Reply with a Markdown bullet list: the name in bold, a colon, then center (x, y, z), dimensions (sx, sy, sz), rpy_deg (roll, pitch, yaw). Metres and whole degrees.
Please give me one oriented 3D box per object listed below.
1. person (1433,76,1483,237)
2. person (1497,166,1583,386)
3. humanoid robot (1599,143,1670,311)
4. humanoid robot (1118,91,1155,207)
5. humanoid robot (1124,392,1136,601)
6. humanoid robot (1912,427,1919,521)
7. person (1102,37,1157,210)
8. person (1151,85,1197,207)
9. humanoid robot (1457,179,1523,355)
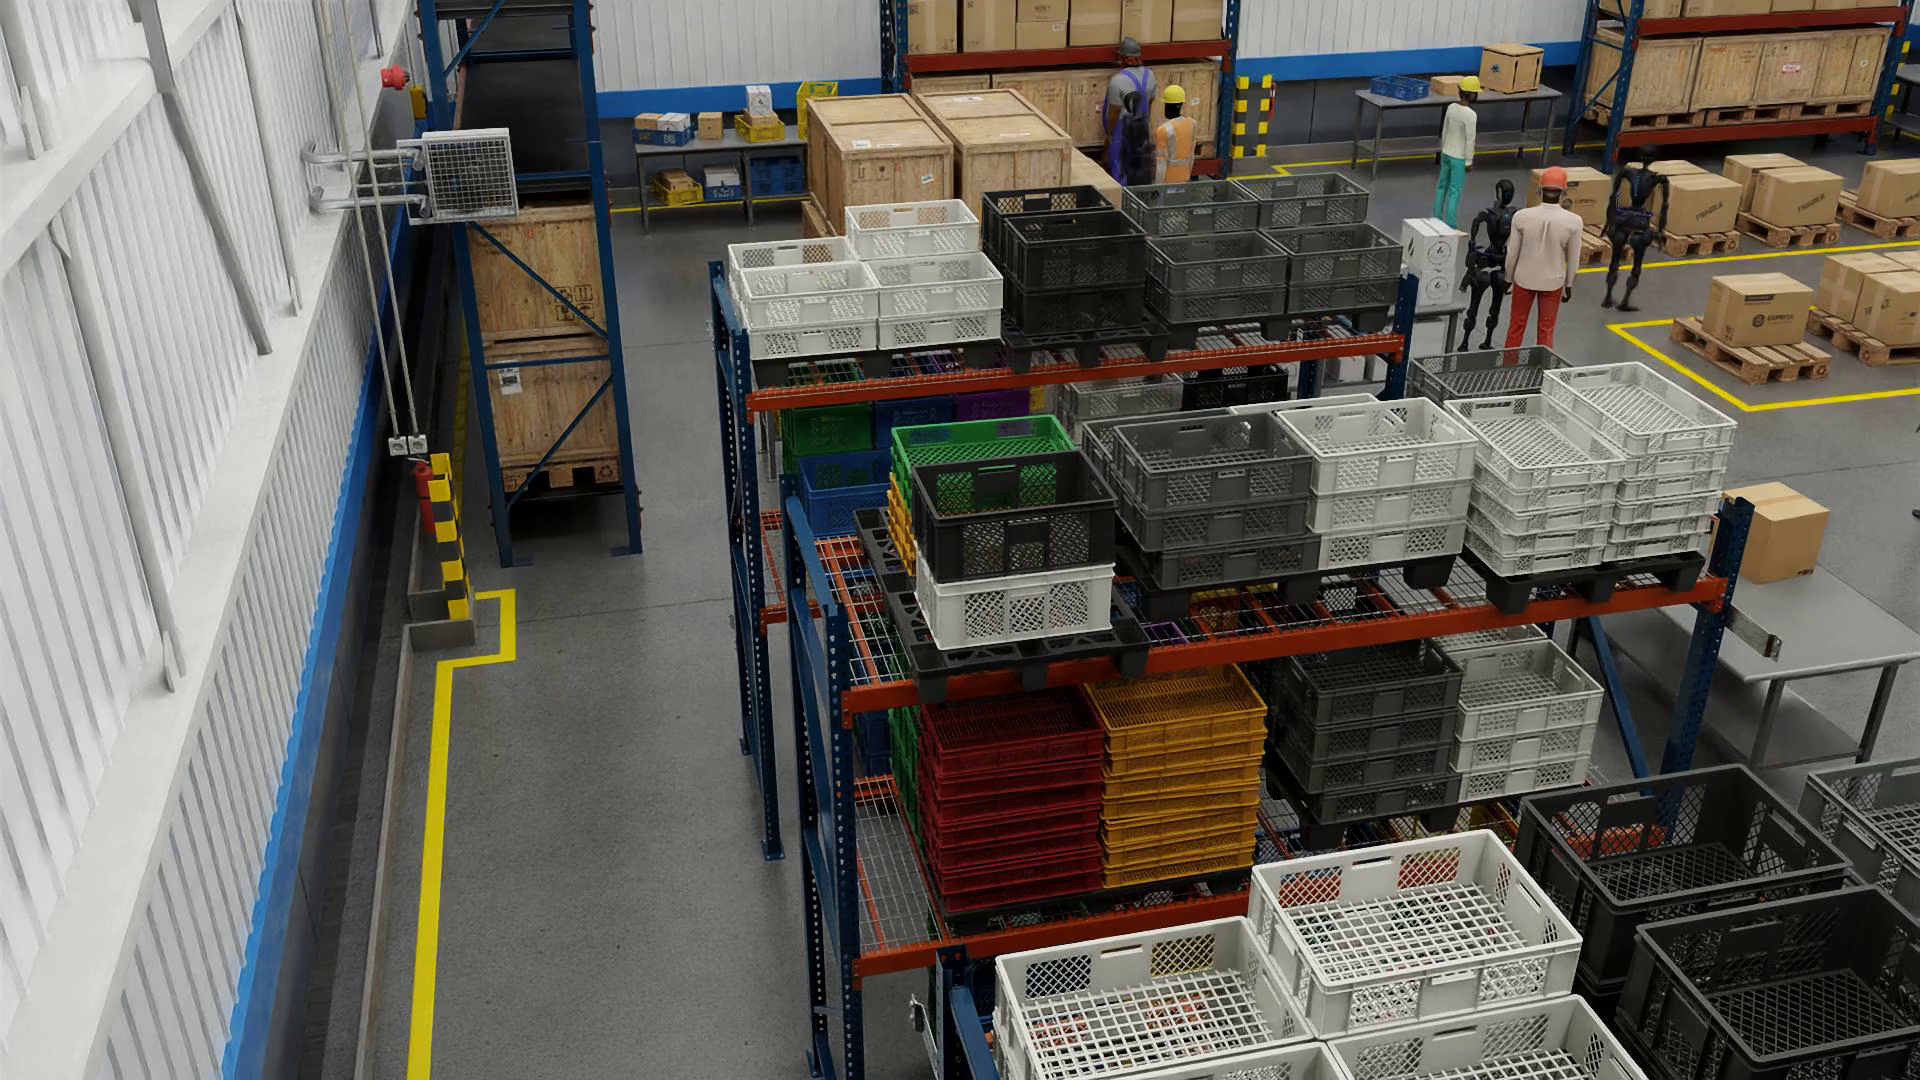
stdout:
- **person**: center (5.561, -4.285, 18.571), dimensions (0.326, 1.765, 0.524), rpy_deg (-8, 29, -15)
- **person**: center (5.042, -2.258, 14.482), dimensions (0.609, 1.994, 0.376), rpy_deg (10, 29, 18)
- **humanoid robot**: center (6.629, -3.079, 16.371), dimensions (0.624, 1.652, 0.324), rpy_deg (19, 33, 32)
- **humanoid robot**: center (2.007, -4.135, 18.389), dimensions (0.473, 1.632, 0.589), rpy_deg (-13, 30, -23)
- **humanoid robot**: center (1.130, -0.229, 10.972), dimensions (0.484, 1.640, 0.646), rpy_deg (1, 28, 2)
- **humanoid robot**: center (7.410, -0.892, 12.213), dimensions (0.586, 1.657, 0.327), rpy_deg (8, 29, 15)
- **person**: center (1.887, -4.769, 19.196), dimensions (0.681, 2.000, 0.537), rpy_deg (-22, 35, -36)
- **person**: center (2.213, -3.802, 17.483), dimensions (0.592, 1.924, 0.379), rpy_deg (-25, 37, -39)
- **humanoid robot**: center (4.888, -2.487, 15.241), dimensions (0.616, 1.657, 0.310), rpy_deg (-6, 28, -11)
